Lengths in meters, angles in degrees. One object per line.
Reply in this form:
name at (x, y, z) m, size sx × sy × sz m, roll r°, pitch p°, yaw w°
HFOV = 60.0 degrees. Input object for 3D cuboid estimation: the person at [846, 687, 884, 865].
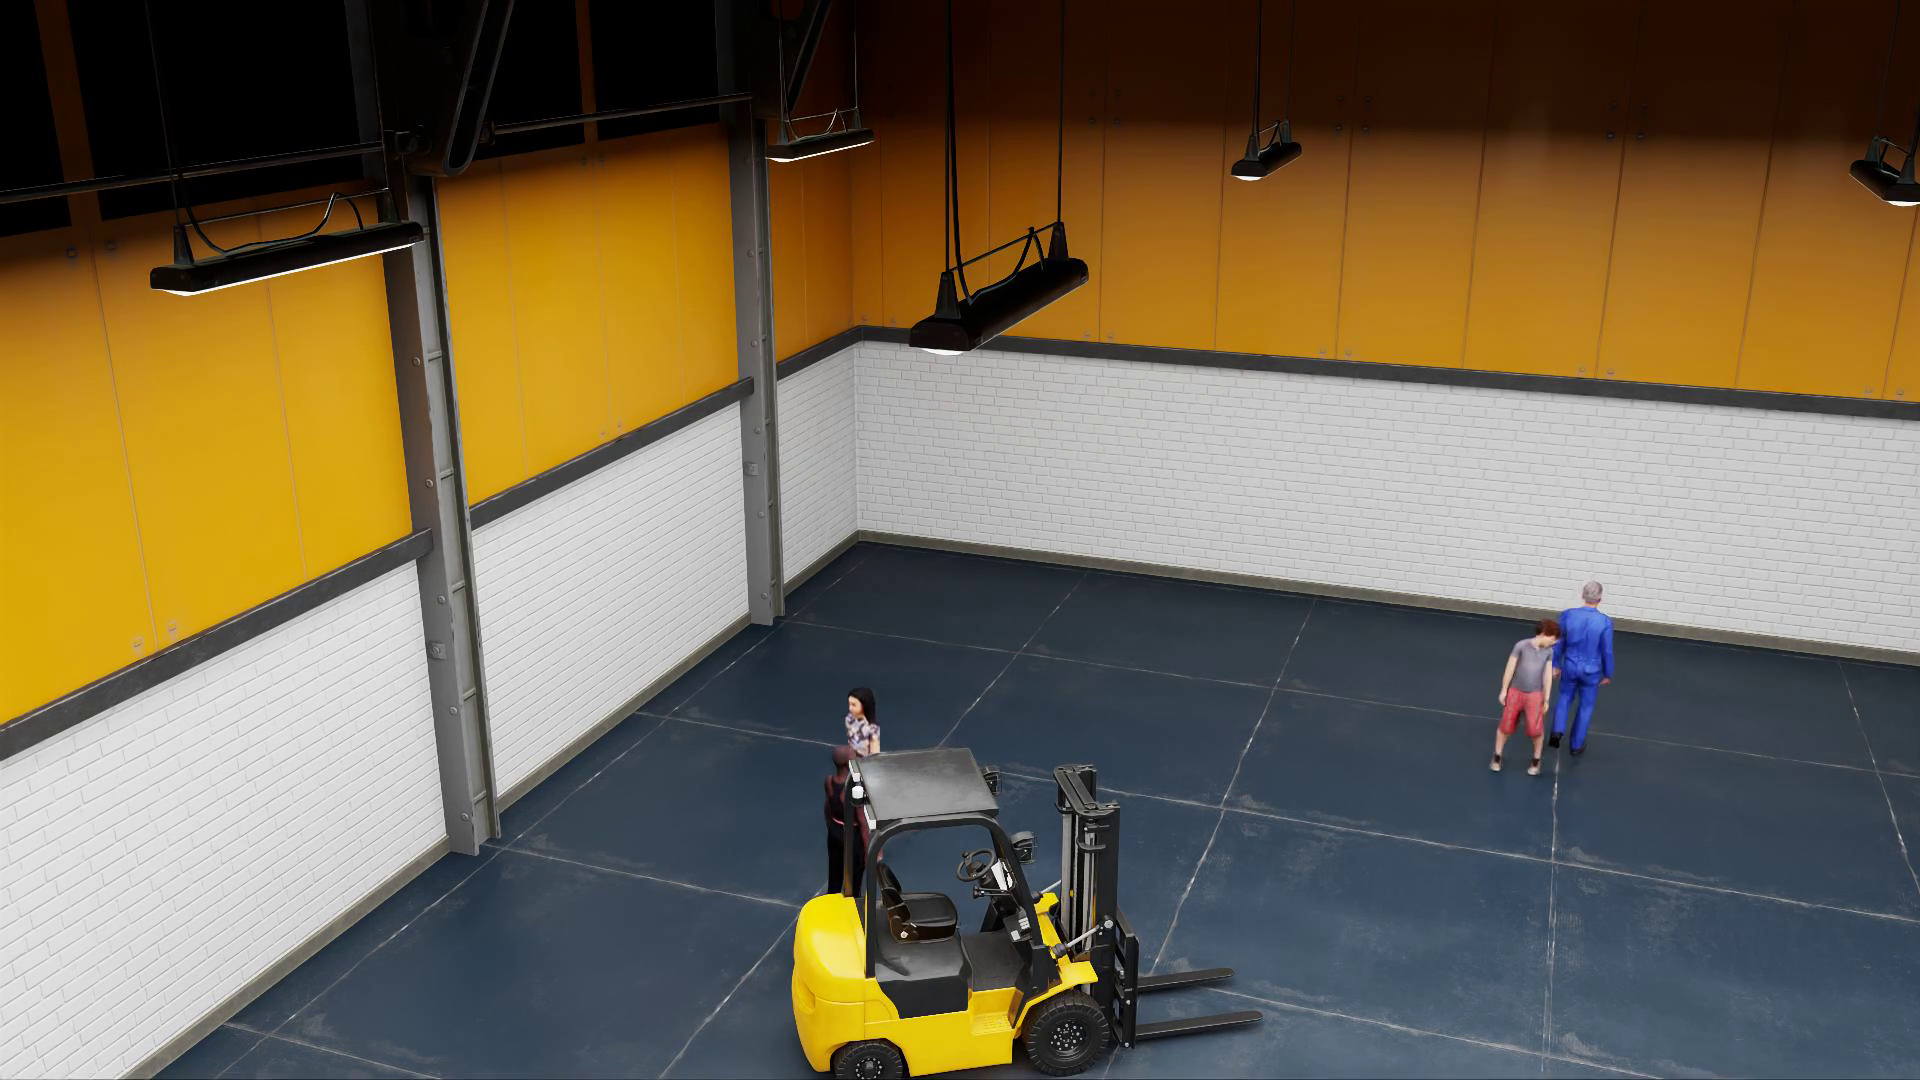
person at (-0.753, 2.070, 14.570) m, size 0.699 × 1.722 × 0.720 m, roll 15°, pitch 24°, yaw 37°

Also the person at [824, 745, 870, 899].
person at (-0.928, 2.451, 13.381) m, size 0.653 × 1.758 × 0.633 m, roll 14°, pitch 23°, yaw 36°

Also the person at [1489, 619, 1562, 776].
person at (5.595, 1.520, 16.369) m, size 0.685 × 1.616 × 0.564 m, roll 7°, pitch 20°, yaw 21°

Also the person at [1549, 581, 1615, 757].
person at (6.184, 1.331, 16.624) m, size 0.855 × 1.811 × 0.883 m, roll 14°, pitch 23°, yaw 36°
